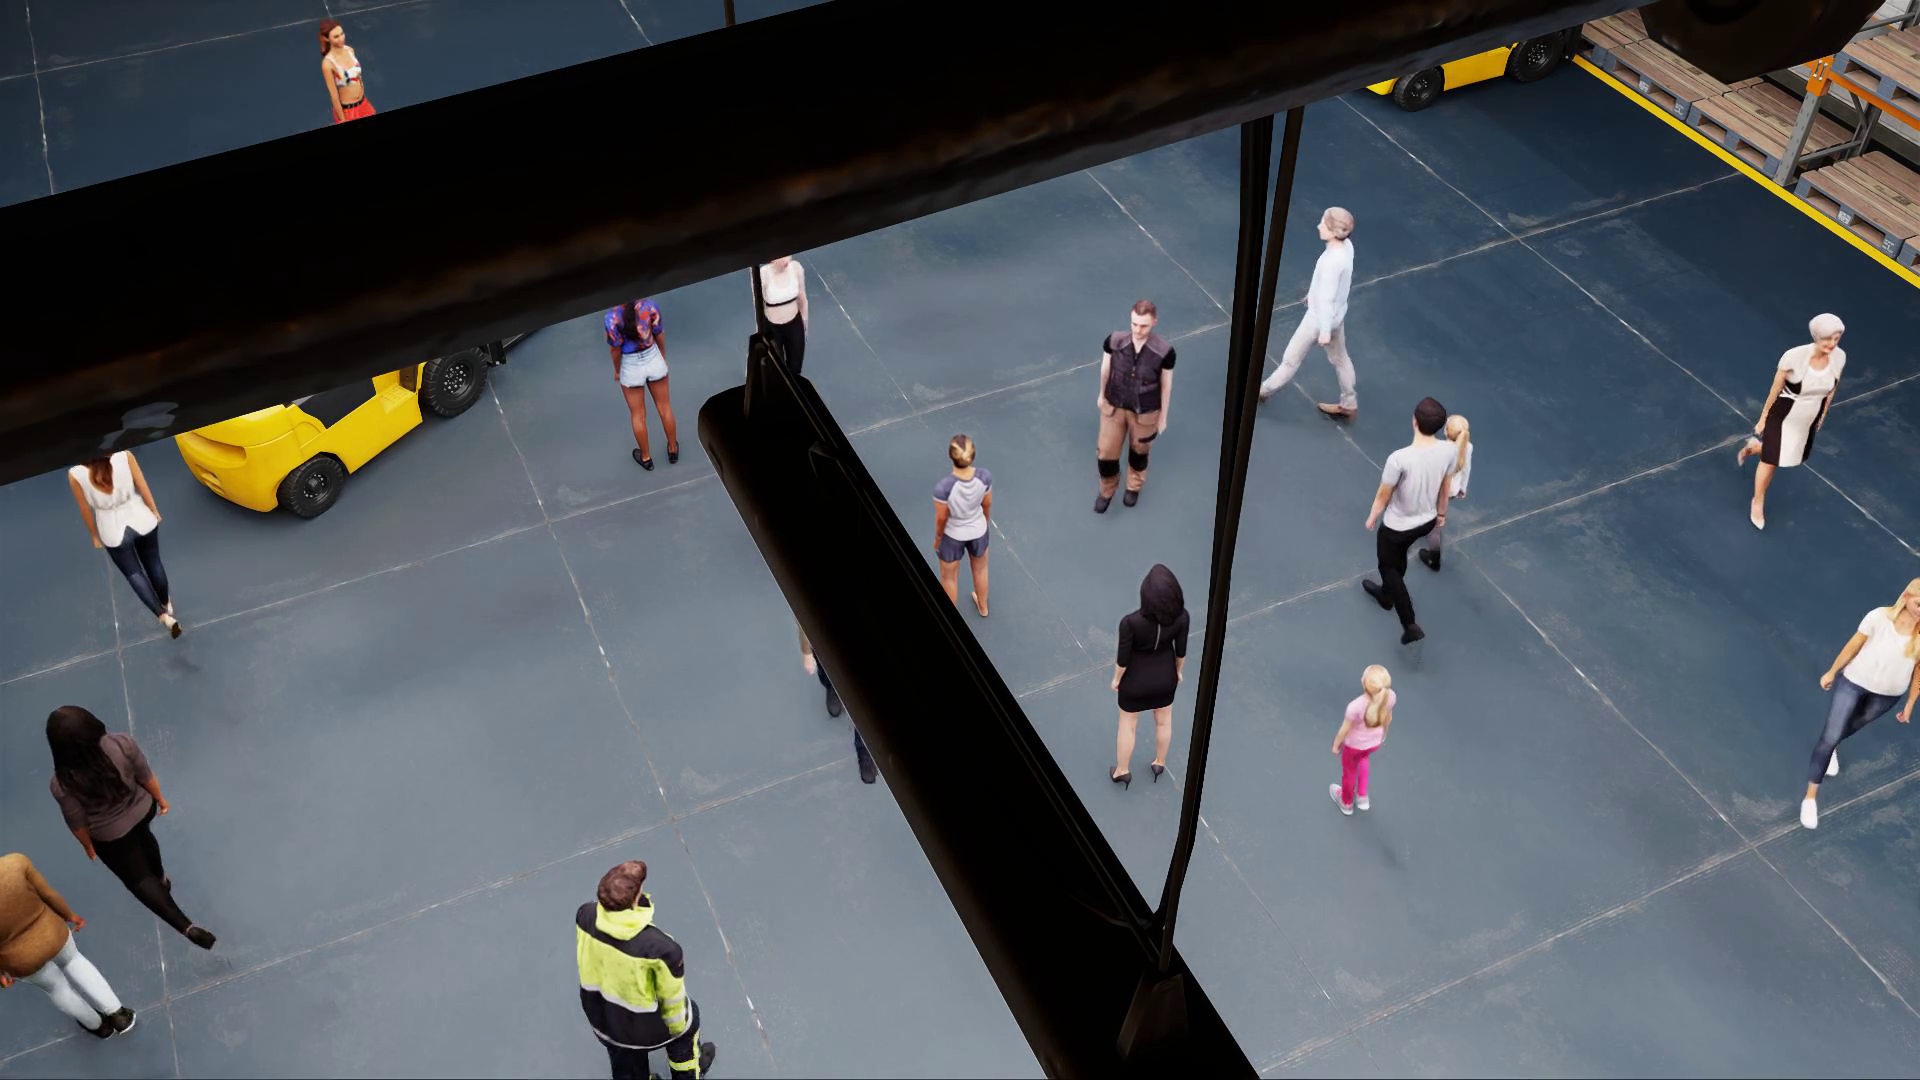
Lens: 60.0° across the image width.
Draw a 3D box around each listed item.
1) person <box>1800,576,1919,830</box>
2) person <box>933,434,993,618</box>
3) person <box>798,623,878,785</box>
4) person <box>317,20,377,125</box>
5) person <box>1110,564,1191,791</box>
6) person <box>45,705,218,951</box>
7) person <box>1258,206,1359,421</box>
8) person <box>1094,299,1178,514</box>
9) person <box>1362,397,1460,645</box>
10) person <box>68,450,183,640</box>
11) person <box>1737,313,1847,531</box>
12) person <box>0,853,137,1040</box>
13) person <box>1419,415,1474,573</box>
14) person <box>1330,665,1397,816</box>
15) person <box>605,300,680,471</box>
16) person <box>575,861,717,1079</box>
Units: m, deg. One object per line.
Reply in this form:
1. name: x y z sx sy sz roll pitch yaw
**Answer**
1. person: 5.482 0.847 10.038 1.050 1.767 1.134 12 45 12
2. person: 0.020 -0.057 11.090 0.578 1.624 0.521 -17 46 -17
3. person: -0.762 0.547 10.303 0.849 1.836 1.238 -8 44 -8
4. person: -5.527 -3.863 14.973 0.837 1.779 0.777 18 47 18
5. person: 1.131 0.853 10.004 0.628 1.806 0.561 -8 44 -8
6. person: -4.566 1.616 9.197 1.211 1.813 1.005 25 49 24
7. person: 2.851 -1.652 12.610 1.288 1.837 1.191 17 46 17
8. person: 1.272 -1.024 11.961 0.844 1.823 0.899 13 45 13
9. person: 2.977 -0.071 10.951 0.675 1.836 0.989 -15 46 -15
10. person: -5.459 -0.034 10.960 0.723 1.771 0.966 -28 50 -26
11. person: 5.922 -0.921 11.915 0.842 1.737 1.036 -1 44 -1
12. person: -4.766 2.154 8.645 0.897 1.797 0.842 28 50 26
13. person: 3.397 -0.300 11.611 0.564 1.258 0.829 -13 45 -13
14. person: 2.451 1.237 9.991 0.504 1.267 0.519 -15 46 -15
15. person: -2.344 -1.259 12.261 0.579 1.749 0.501 -17 46 -17
16. person: -1.670 2.363 8.311 0.989 1.955 1.049 13 45 13
